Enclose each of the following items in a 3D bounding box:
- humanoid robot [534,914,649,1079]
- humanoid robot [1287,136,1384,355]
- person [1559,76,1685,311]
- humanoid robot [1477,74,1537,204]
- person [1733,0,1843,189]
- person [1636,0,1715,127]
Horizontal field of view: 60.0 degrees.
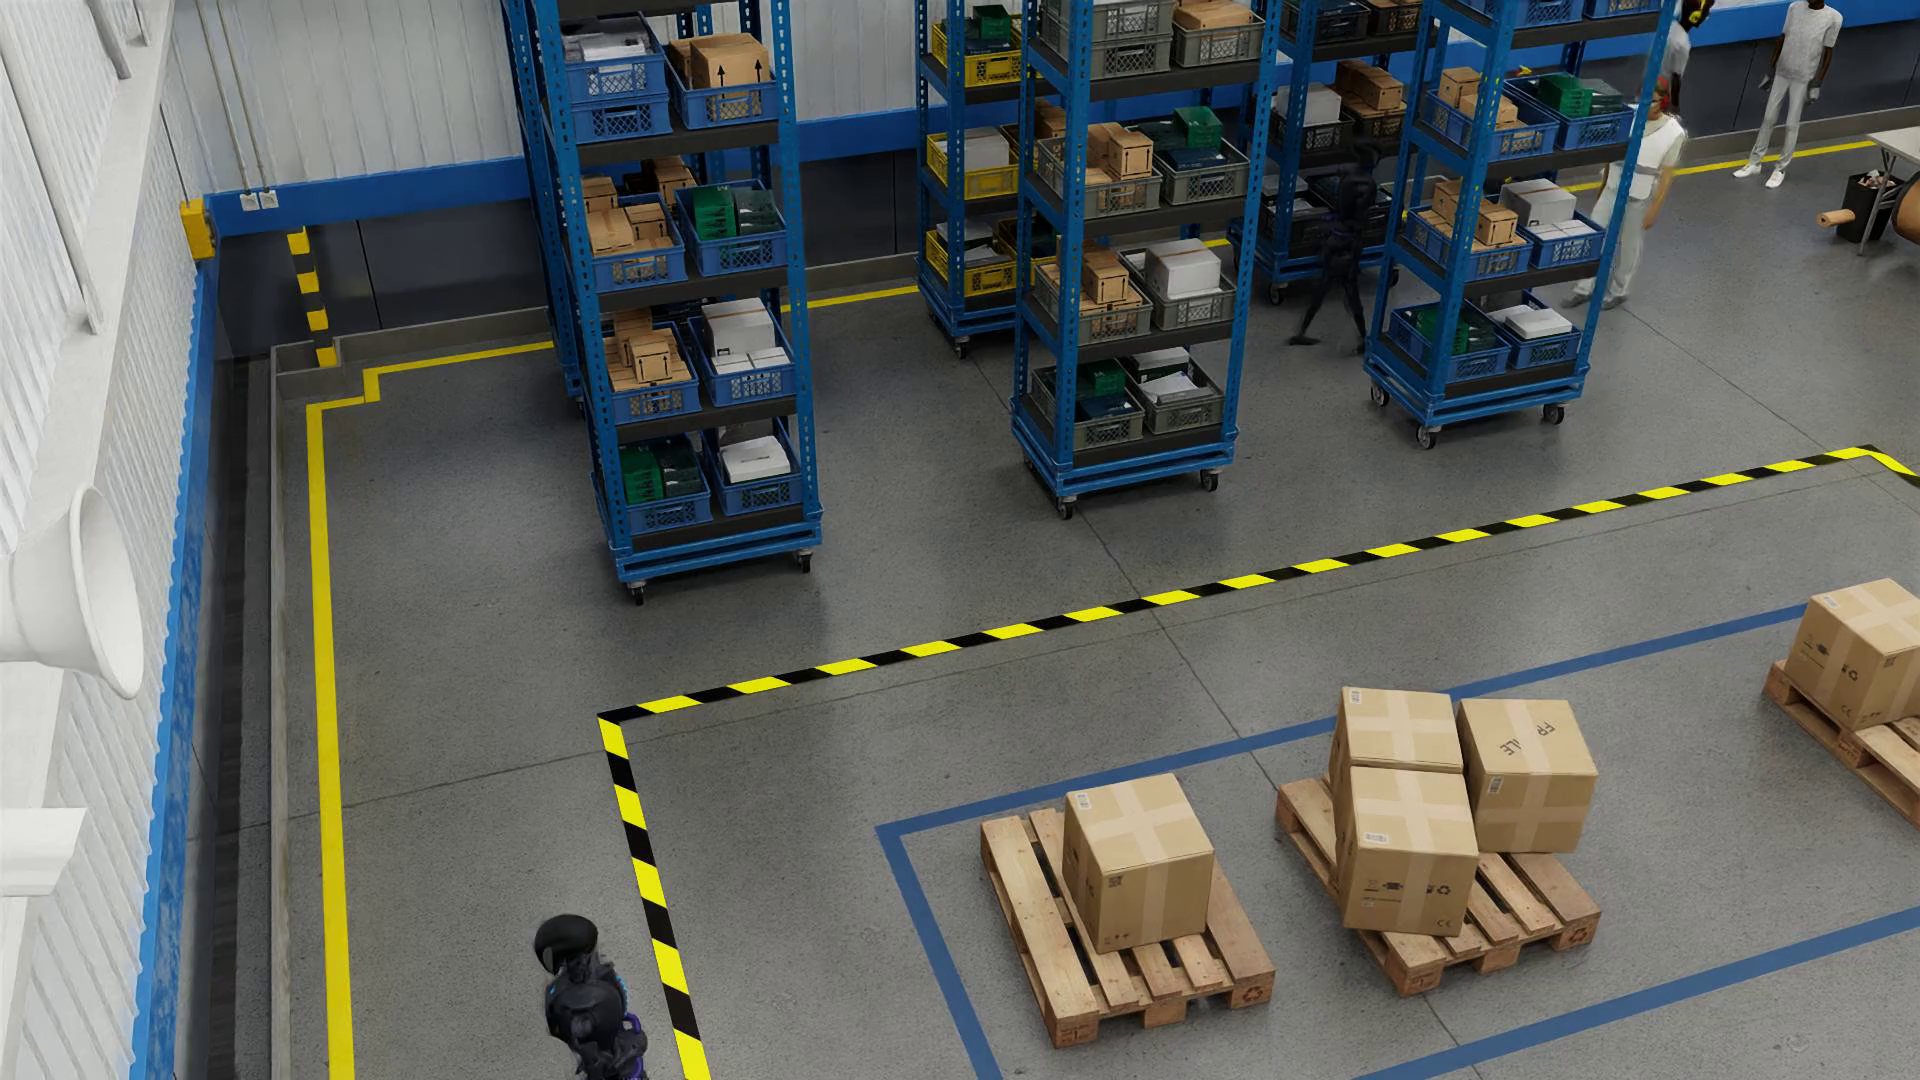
[{"bbox_3d":[-1.226,1.978,6.025,0.428,1.638,0.609,-7,36,-10],"label":"humanoid robot"},{"bbox_3d":[2.777,-2.095,11.836,0.753,1.625,0.589,0,35,0],"label":"humanoid robot"},{"bbox_3d":[4.874,-2.504,12.247,0.674,1.825,0.575,-25,42,-31],"label":"person"},{"bbox_3d":[4.151,-2.776,12.791,0.734,1.626,0.598,-27,43,-33],"label":"humanoid robot"},{"bbox_3d":[7.152,-3.959,14.279,0.329,1.873,0.513,-24,42,-30],"label":"person"},{"bbox_3d":[5.864,-3.671,13.891,0.417,1.842,0.552,3,35,4],"label":"person"}]
